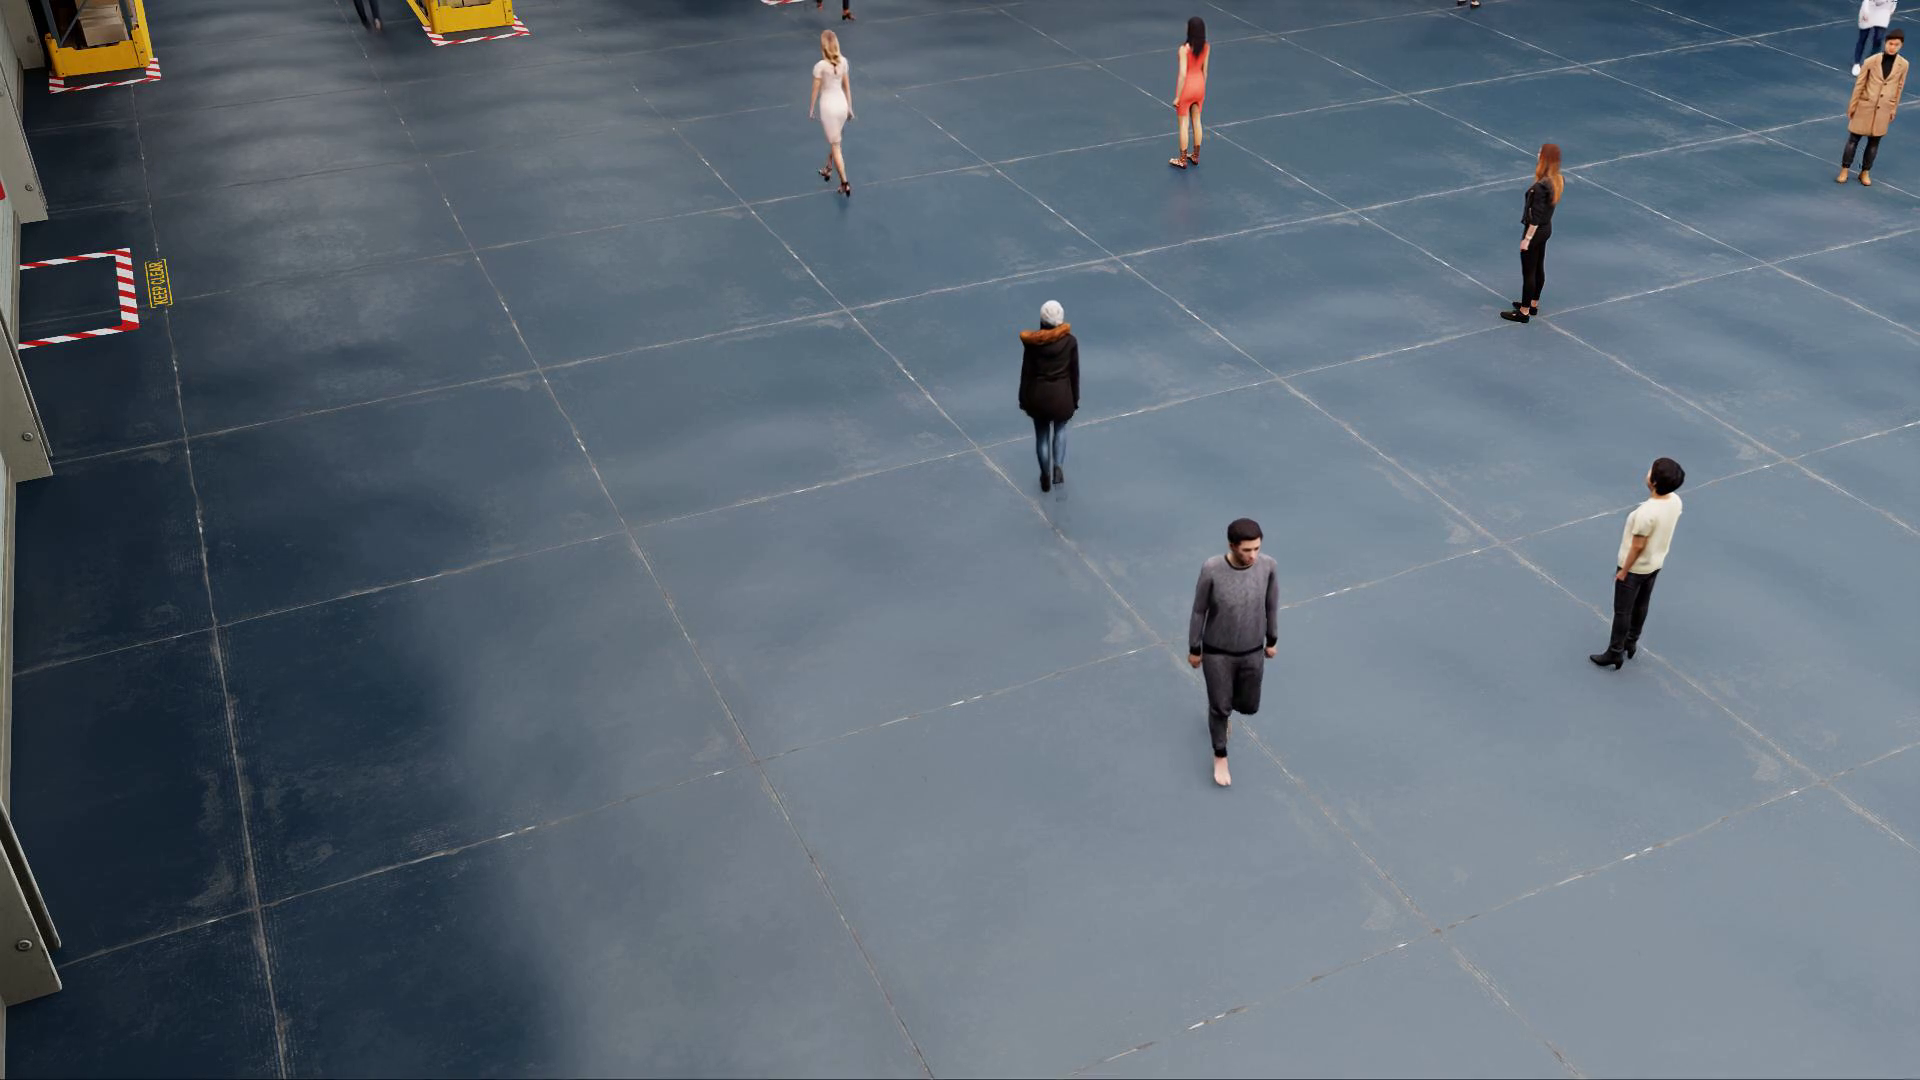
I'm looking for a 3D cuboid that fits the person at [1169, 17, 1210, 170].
[{"bbox_3d":[2.638,-5.127,19.043,0.613,1.719,0.553,-20,38,-28],"label":"person"}]

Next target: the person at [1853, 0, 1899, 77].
[{"bbox_3d":[12.008,-6.965,21.837,0.901,1.753,0.977,8,34,12],"label":"person"}]

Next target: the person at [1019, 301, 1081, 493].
[{"bbox_3d":[0.712,-1.074,12.893,0.721,1.630,0.724,-2,33,-3],"label":"person"}]

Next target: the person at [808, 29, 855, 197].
[{"bbox_3d":[-1.336,-4.630,18.202,0.713,1.803,0.977,-21,39,-29],"label":"person"}]

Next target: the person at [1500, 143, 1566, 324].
[{"bbox_3d":[5.425,-2.883,15.600,0.666,1.710,0.682,24,40,32],"label":"person"}]

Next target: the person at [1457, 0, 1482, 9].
[{"bbox_3d":[7.689,-8.830,24.734,0.581,1.722,0.691,24,40,32],"label":"person"}]

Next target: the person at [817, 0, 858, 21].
[{"bbox_3d":[-1.832,-8.384,24.081,1.022,1.685,0.894,19,38,27],"label":"person"}]

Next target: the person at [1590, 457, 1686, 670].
[{"bbox_3d":[4.519,0.155,11.041,0.634,1.587,0.556,-23,40,-31],"label":"person"}]

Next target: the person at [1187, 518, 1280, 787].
[{"bbox_3d":[1.646,0.596,10.143,0.862,1.828,0.945,-4,33,-5],"label":"person"}]

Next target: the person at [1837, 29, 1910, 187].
[{"bbox_3d":[10.249,-4.872,18.642,0.773,1.728,0.831,10,34,15],"label":"person"}]

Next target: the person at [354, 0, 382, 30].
[{"bbox_3d":[-8.627,-8.148,24.026,0.777,1.752,1.059,-11,35,-17],"label":"person"}]
